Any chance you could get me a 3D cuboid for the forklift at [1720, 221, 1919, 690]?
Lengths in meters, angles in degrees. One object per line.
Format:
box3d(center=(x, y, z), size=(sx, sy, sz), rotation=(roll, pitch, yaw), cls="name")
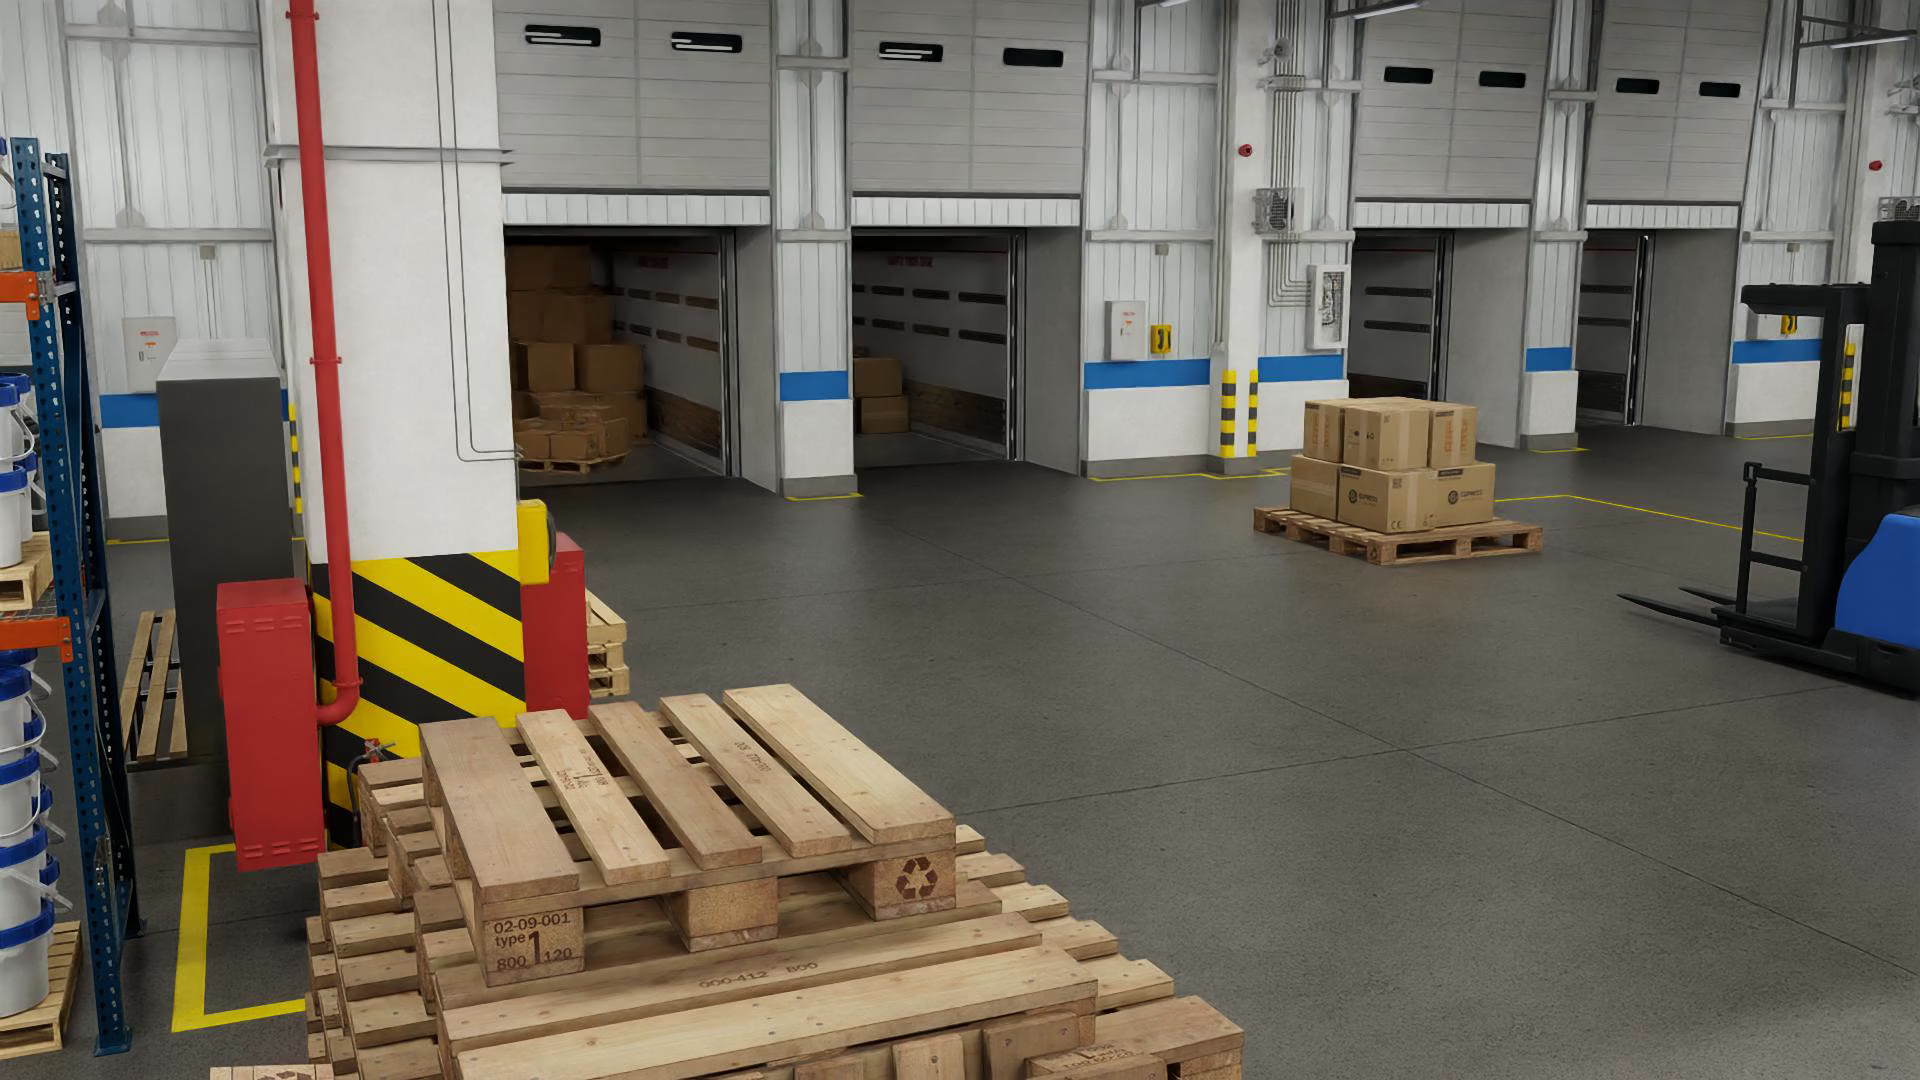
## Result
box3d(center=(5.949, -0.550, 10.218), size=(1.129, 2.768, 1.873), rotation=(-4, 11, -23), cls="forklift")
